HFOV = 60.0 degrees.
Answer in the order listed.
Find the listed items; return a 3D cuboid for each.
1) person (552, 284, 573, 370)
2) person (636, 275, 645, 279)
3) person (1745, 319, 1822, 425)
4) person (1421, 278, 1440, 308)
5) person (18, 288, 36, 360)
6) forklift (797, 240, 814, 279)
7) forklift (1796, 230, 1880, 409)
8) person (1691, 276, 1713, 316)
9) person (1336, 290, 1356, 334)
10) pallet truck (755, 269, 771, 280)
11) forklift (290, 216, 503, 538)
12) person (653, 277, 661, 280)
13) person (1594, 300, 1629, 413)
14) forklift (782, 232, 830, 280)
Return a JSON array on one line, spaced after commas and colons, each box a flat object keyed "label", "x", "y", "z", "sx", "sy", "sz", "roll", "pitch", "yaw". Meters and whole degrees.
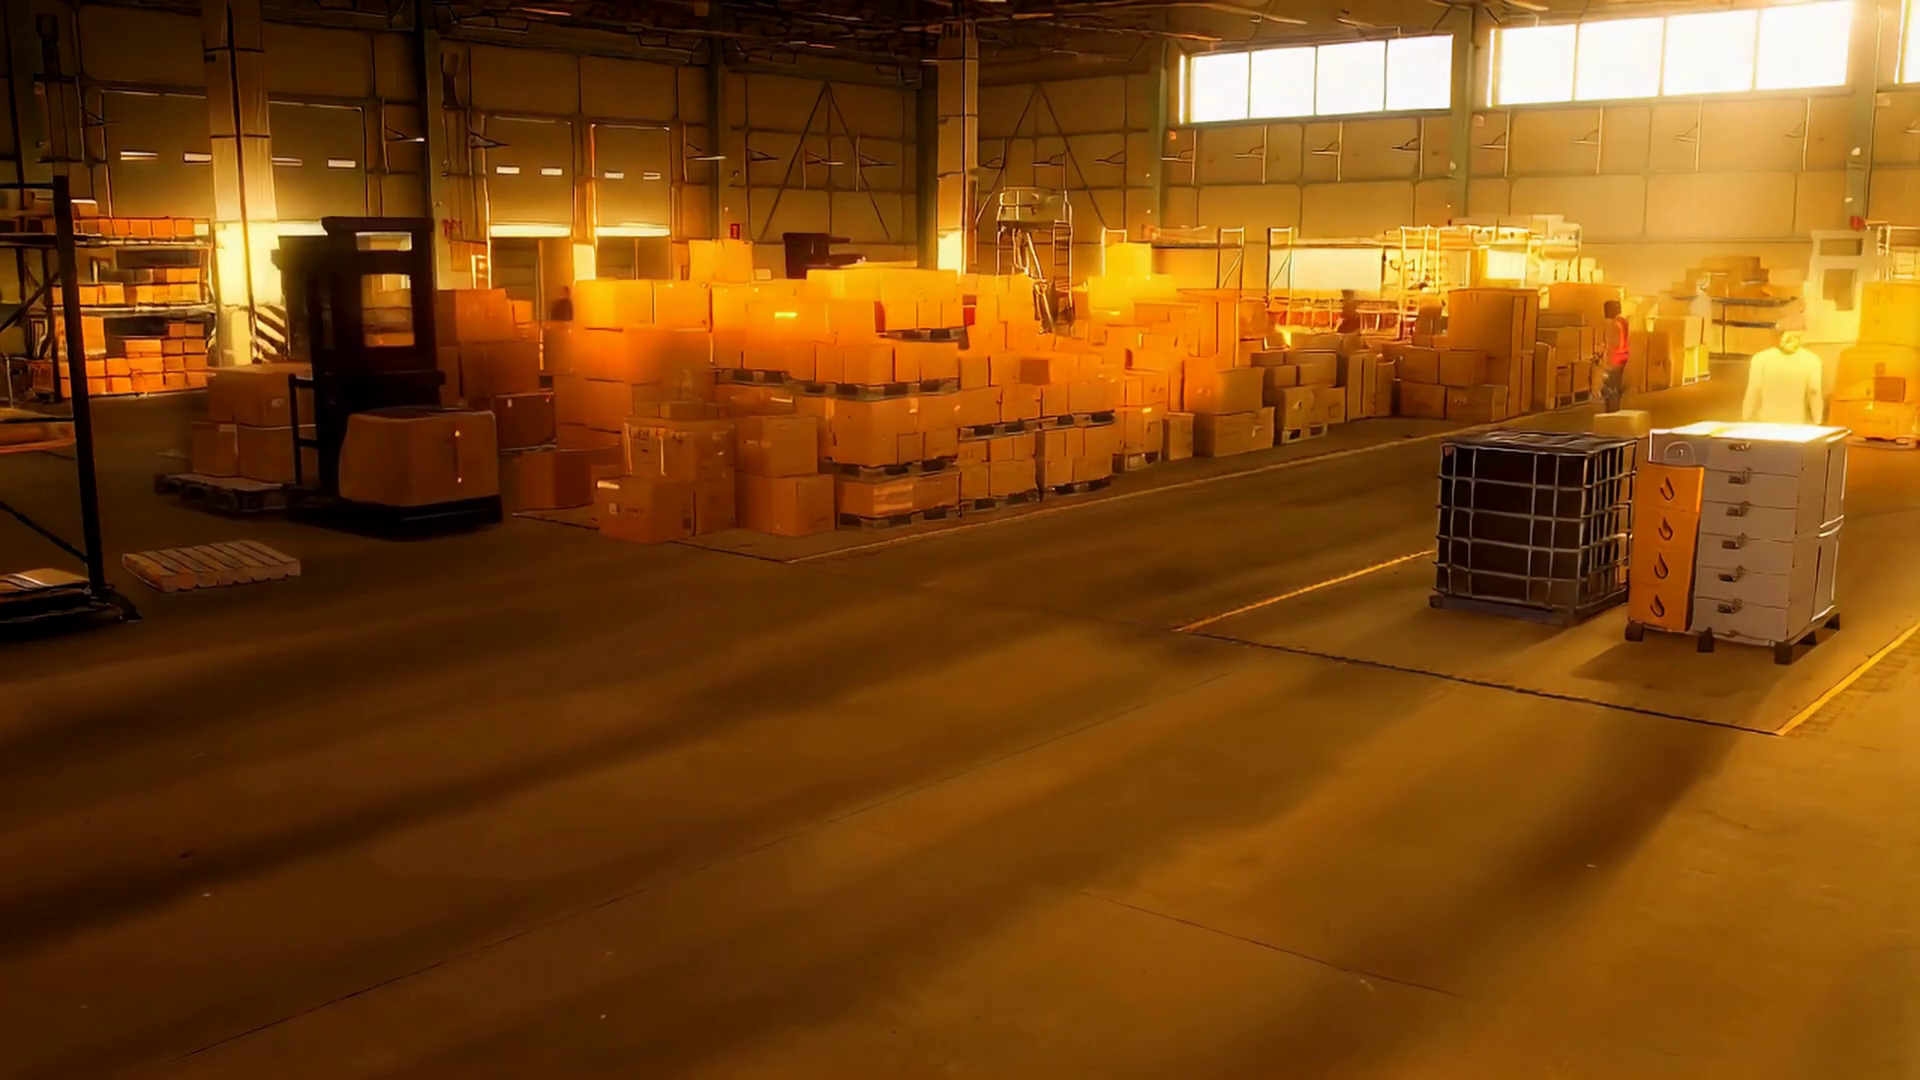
[{"label": "person", "x": -7.160, "y": -3.652, "z": 29.992, "sx": 0.623, "sy": 1.910, "sz": 0.871, "roll": 8, "pitch": 13, "yaw": 40}, {"label": "person", "x": -7.485, "y": -5.289, "z": 39.274, "sx": 0.495, "sy": 1.923, "sz": 0.617, "roll": 8, "pitch": 13, "yaw": 38}, {"label": "person", "x": 7.714, "y": -1.125, "z": 15.602, "sx": 0.643, "sy": 1.904, "sz": 0.918, "roll": 2, "pitch": 10, "yaw": 13}, {"label": "person", "x": 9.528, "y": -4.360, "z": 33.902, "sx": 0.356, "sy": 1.938, "sz": 0.544, "roll": -3, "pitch": 10, "yaw": -15}, {"label": "person", "x": -20.225, "y": -4.619, "z": 36.058, "sx": 0.319, "sy": 1.697, "sz": 0.533, "roll": -6, "pitch": 11, "yaw": -30}, {"label": "forklift", "x": -3.776, "y": -5.883, "z": 39.886, "sx": 1.873, "sy": 2.768, "sz": 1.129, "roll": 2, "pitch": 10, "yaw": 12}, {"label": "forklift", "x": 13.839, "y": -3.485, "z": 26.235, "sx": 1.129, "sy": 2.768, "sz": 1.873, "roll": 8, "pitch": 13, "yaw": 40}, {"label": "person", "x": 14.779, "y": -4.275, "z": 33.251, "sx": 0.612, "sy": 1.994, "sz": 0.395, "roll": -8, "pitch": 13, "yaw": -38}, {"label": "person", "x": 8.100, "y": -4.443, "z": 35.147, "sx": 0.858, "sy": 1.652, "sz": 0.540, "roll": 4, "pitch": 11, "yaw": 19}, {"label": "pallet truck", "x": -4.996, "y": -6.432, "z": 45.525, "sx": 1.885, "sy": 1.965, "sz": 0.823, "roll": -6, "pitch": 12, "yaw": -32}, {"label": "forklift", "x": -5.173, "y": -1.531, "z": 15.107, "sx": 1.873, "sy": 2.768, "sz": 1.129, "roll": 8, "pitch": 13, "yaw": 40}, {"label": "person", "x": -6.522, "y": -4.725, "z": 36.011, "sx": 0.636, "sy": 1.931, "sz": 0.377, "roll": -5, "pitch": 11, "yaw": -26}, {"label": "person", "x": 8.992, "y": -2.395, "z": 23.000, "sx": 0.430, "sy": 1.840, "sz": 0.622, "roll": 7, "pitch": 12, "yaw": 35}, {"label": "forklift", "x": -2.834, "y": -4.296, "z": 30.849, "sx": 1.873, "sy": 2.768, "sz": 1.129, "roll": 8, "pitch": 13, "yaw": 40}]
